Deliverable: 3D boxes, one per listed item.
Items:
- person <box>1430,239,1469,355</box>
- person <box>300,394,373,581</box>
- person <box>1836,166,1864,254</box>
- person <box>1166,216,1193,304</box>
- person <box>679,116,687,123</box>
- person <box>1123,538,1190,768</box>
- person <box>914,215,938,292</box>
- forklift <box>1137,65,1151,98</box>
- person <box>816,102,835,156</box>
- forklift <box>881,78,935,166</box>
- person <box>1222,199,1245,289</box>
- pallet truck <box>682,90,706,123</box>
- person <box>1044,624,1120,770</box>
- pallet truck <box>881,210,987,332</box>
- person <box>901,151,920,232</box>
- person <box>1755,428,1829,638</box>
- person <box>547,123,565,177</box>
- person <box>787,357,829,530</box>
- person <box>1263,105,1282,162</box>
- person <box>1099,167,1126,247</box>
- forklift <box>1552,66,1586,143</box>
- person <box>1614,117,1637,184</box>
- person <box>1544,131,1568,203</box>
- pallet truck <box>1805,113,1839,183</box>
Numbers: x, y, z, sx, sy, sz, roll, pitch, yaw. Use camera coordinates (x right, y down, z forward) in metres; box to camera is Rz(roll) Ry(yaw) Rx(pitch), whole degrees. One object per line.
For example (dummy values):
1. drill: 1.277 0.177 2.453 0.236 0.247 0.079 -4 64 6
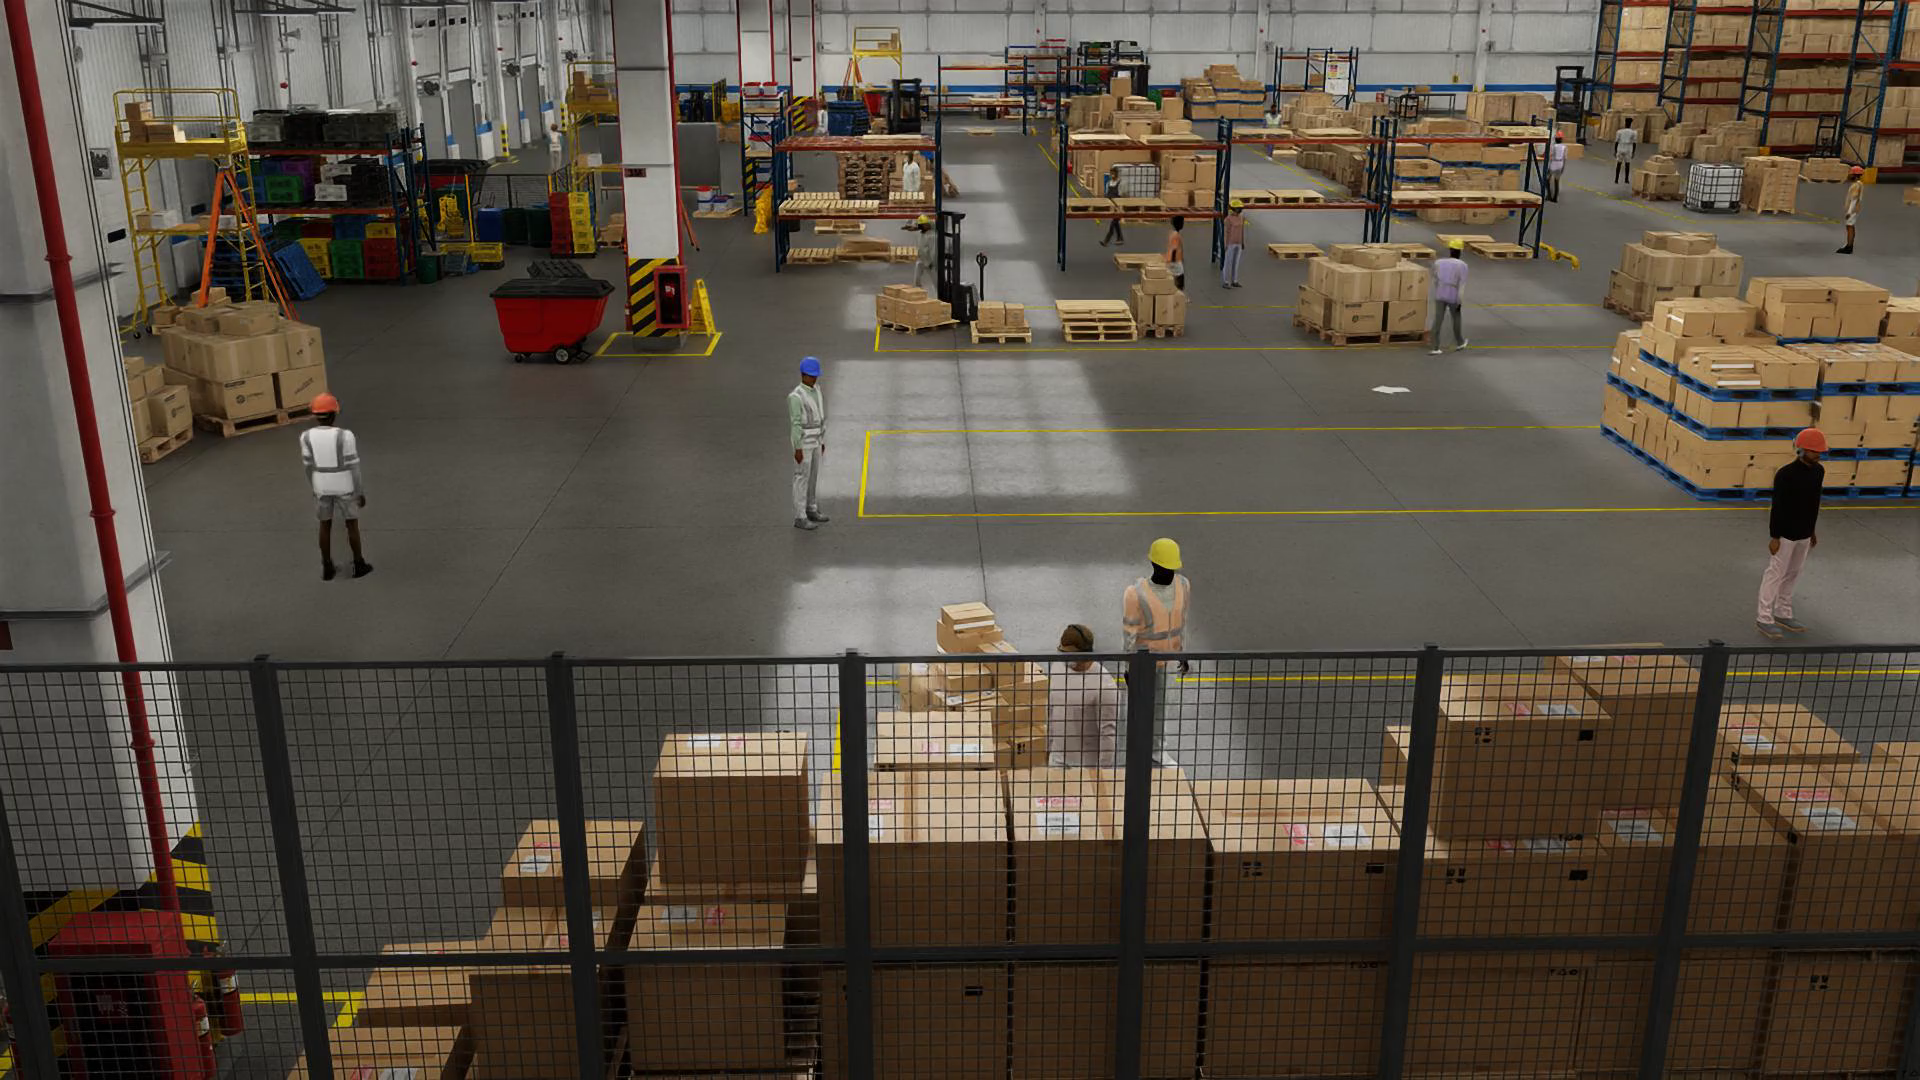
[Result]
1. person: 8.064 -4.000 27.285 0.591 1.881 0.962 16 24 39
2. person: -6.365 -0.533 16.964 0.598 1.915 0.418 -1 19 -3
3. person: 19.961 -7.395 37.262 0.373 1.934 0.551 14 23 36
4. person: 4.018 -5.311 31.489 0.759 1.669 0.529 0 19 -1
5. person: -8.407 -11.998 50.926 0.381 1.937 0.647 -4 19 -11
6. person: 1.513 0.891 12.701 0.594 1.922 0.386 -11 21 -29
7. person: -0.612 -5.275 31.323 0.488 1.708 0.842 13 23 34
8. forklift: 6.899 -16.526 62.896 1.873 2.768 1.129 4 19 13
9. person: -4.654 -14.303 57.907 0.951 1.832 0.606 -12 22 -33
10. forklift: -1.707 -13.628 54.300 1.129 2.768 1.873 -11 21 -29
11. person: 5.462 -5.884 33.047 0.532 1.766 0.325 -12 22 -33
12. pallet truck: -9.671 -15.907 62.421 0.823 1.965 1.885 5 19 15
13. person: 0.780 1.448 11.034 0.371 1.935 0.627 -13 23 -35
14. pallet truck: -0.493 -4.759 29.349 1.885 1.965 0.823 -13 23 -34
15. person: -1.201 -8.514 40.580 0.353 1.936 0.635 -12 22 -32
16. person: 7.758 -0.078 15.466 0.622 1.993 0.382 -10 21 -27
17. person: -12.614 -12.191 51.969 0.548 1.614 0.685 -2 19 -6
18. person: -1.684 -1.093 18.553 0.397 1.942 0.615 7 20 21
19. person: 10.553 -13.697 56.046 0.623 1.872 0.956 -2 19 -5
20. person: 3.478 -7.627 38.160 0.960 1.793 0.540 -16 24 -39
21. forklift: 22.637 -16.279 62.164 1.129 2.768 1.873 -1 19 -3
22. person: 19.970 -11.687 49.949 0.610 1.964 0.366 9 20 24
23. person: 16.416 -10.302 45.914 0.564 1.914 0.585 -4 19 -11
24. pallet truck: 26.403 -11.957 50.702 0.823 1.965 1.885 6 19 16
